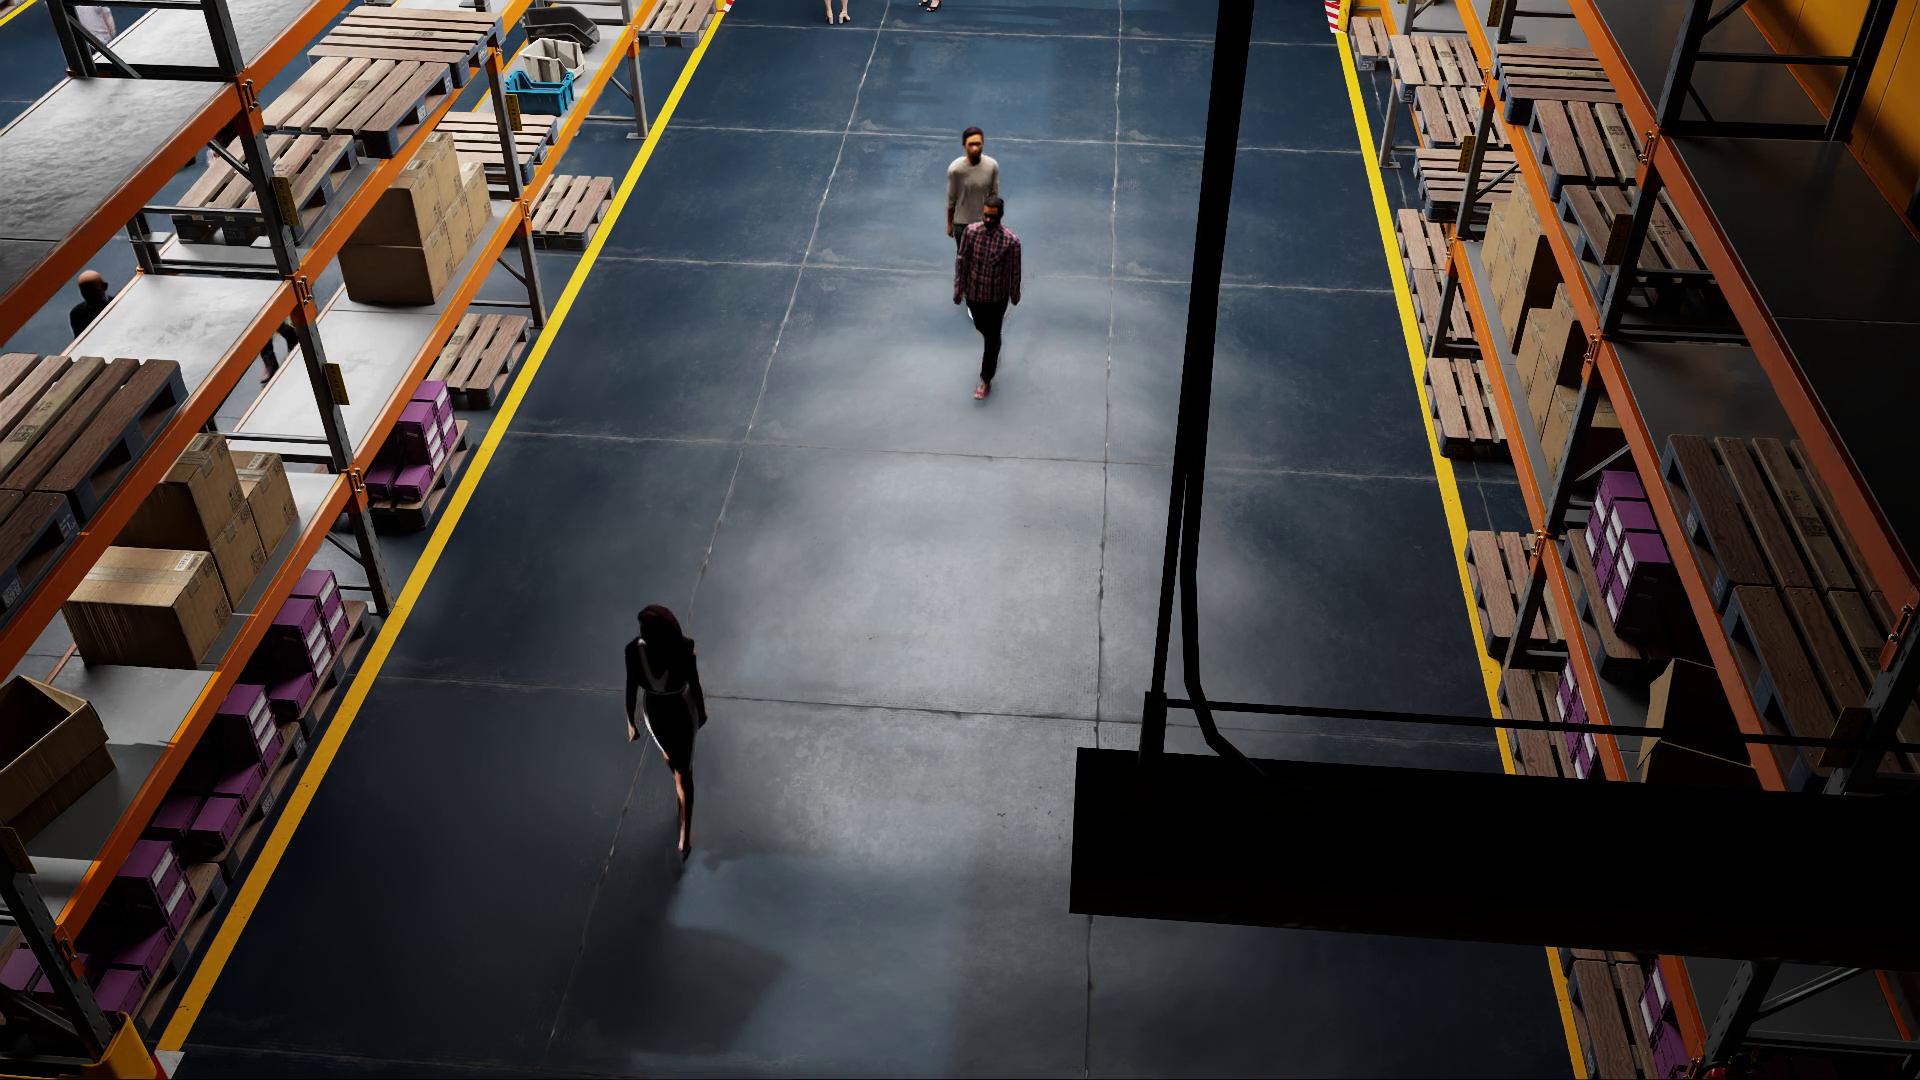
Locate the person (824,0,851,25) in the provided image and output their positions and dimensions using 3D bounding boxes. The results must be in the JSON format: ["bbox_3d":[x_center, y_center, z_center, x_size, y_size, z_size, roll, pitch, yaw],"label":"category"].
[{"bbox_3d":[-1.573,-7.265,20.501,0.642,1.774,0.626,4,39,5],"label":"person"}]

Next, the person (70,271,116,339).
[{"bbox_3d":[-6.551,-1.316,13.031,0.763,1.800,0.731,-11,40,-14],"label":"person"}]

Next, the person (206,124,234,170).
[{"bbox_3d":[-6.658,-3.153,15.468,0.669,1.629,0.724,16,41,19],"label":"person"}]

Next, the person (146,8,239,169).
[{"bbox_3d":[-8.088,-4.846,17.419,1.195,1.839,1.151,-27,46,-30],"label":"person"}]

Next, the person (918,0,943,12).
[{"bbox_3d":[-0.389,-7.541,20.846,0.856,1.774,0.776,-18,42,-21],"label":"person"}]

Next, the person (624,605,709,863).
[{"bbox_3d":[-1.744,1.028,10.114,0.595,1.776,0.851,3,39,4],"label":"person"}]

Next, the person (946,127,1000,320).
[{"bbox_3d":[0.096,-2.907,15.025,0.814,1.798,0.983,-8,39,-9],"label":"person"}]

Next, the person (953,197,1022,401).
[{"bbox_3d":[0.261,-2.153,14.124,0.940,1.744,1.210,16,41,19],"label":"person"}]
